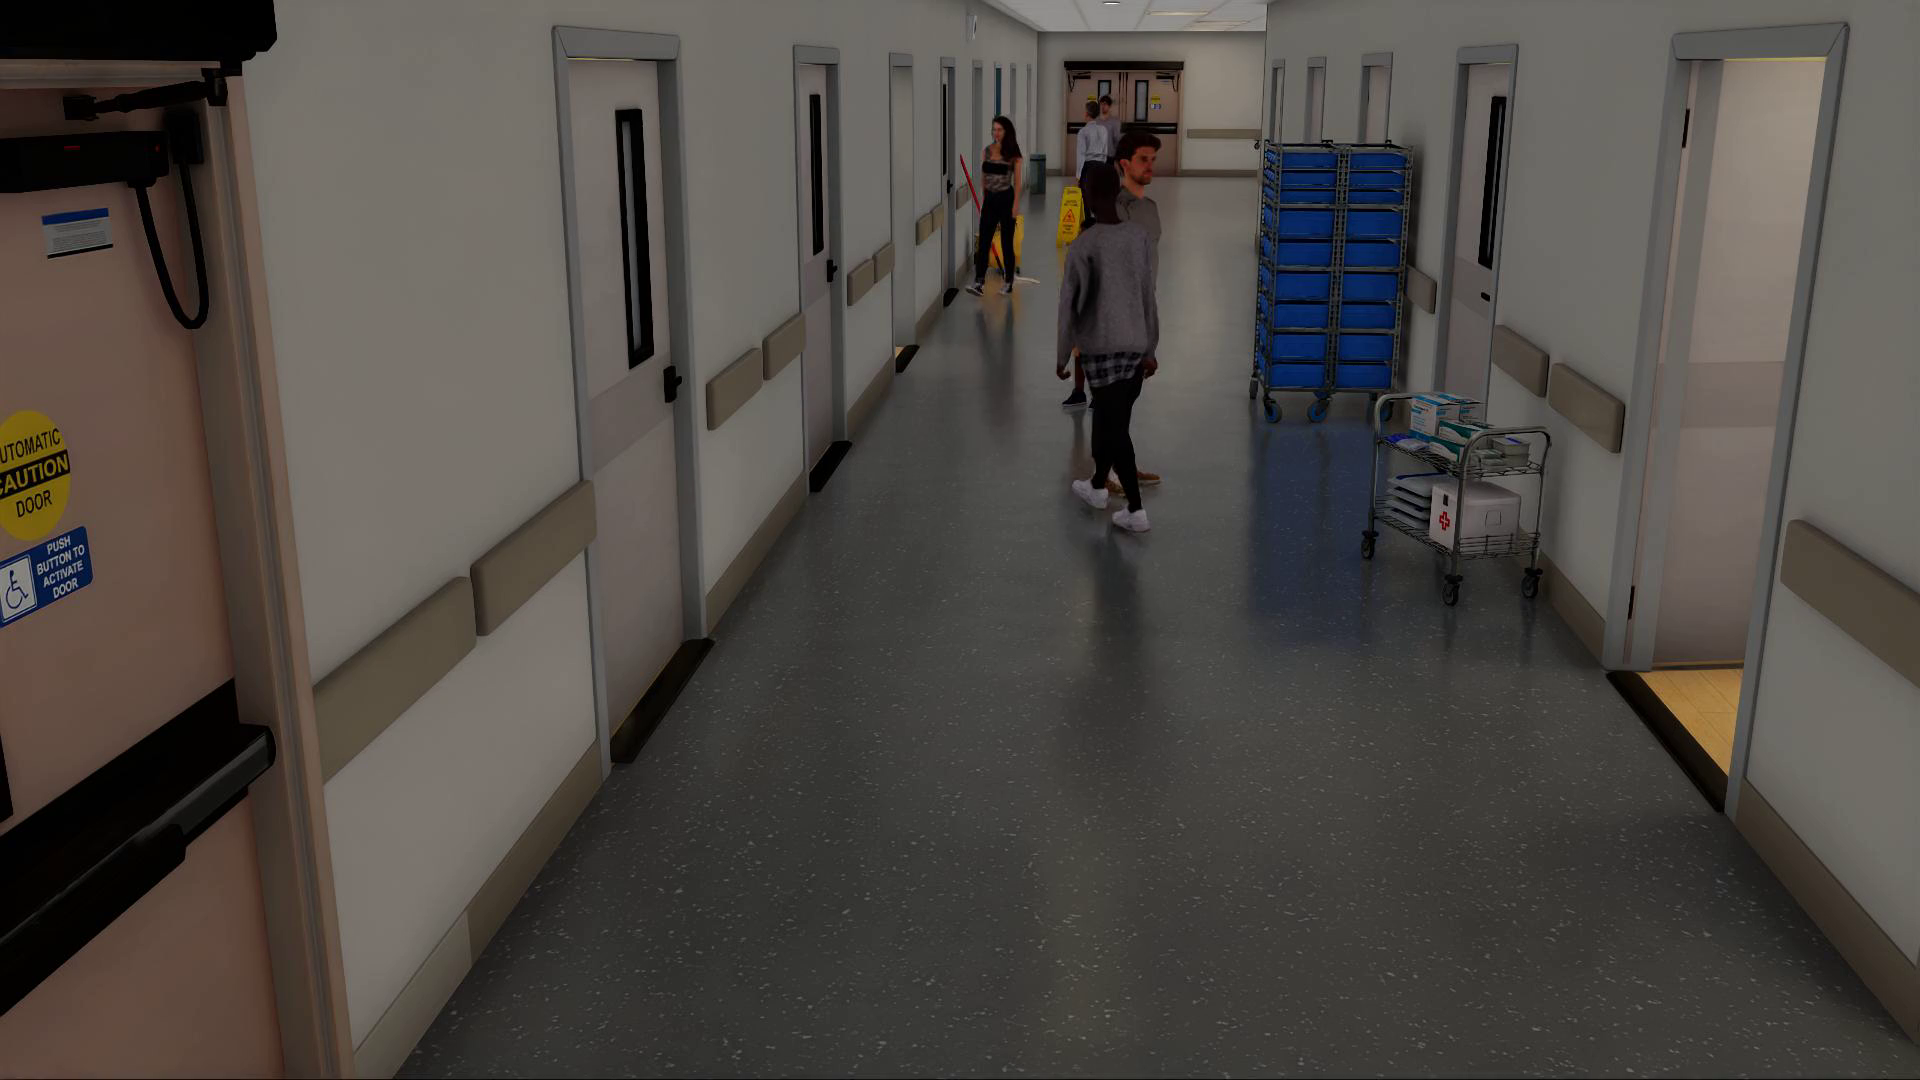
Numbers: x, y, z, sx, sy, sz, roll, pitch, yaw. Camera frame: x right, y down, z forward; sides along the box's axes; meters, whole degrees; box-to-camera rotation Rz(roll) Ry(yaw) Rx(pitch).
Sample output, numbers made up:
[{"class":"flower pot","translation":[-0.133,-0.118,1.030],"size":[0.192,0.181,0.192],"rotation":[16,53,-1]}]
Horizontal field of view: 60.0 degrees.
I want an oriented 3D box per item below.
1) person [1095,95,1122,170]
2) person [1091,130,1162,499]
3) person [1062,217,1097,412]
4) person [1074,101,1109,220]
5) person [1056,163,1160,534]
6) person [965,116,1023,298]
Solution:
[{"class":"person","translation":[2.170,-5.672,24.772],"size":[0.815,1.834,0.863],"rotation":[8,18,26]},{"class":"person","translation":[0.881,-1.192,8.769],"size":[0.777,1.895,0.638],"rotation":[8,18,28]},{"class":"person","translation":[0.869,-1.511,11.058],"size":[0.603,1.267,0.643],"rotation":[10,19,33]},{"class":"person","translation":[1.709,-4.792,21.678],"size":[0.733,1.820,0.780],"rotation":[-11,19,-35]},{"class":"person","translation":[0.778,-0.882,7.943],"size":[0.957,1.747,1.080],"rotation":[-8,18,-26]},{"class":"person","translation":[0.441,-3.281,16.462],"size":[0.872,1.742,1.077],"rotation":[9,18,29]}]
